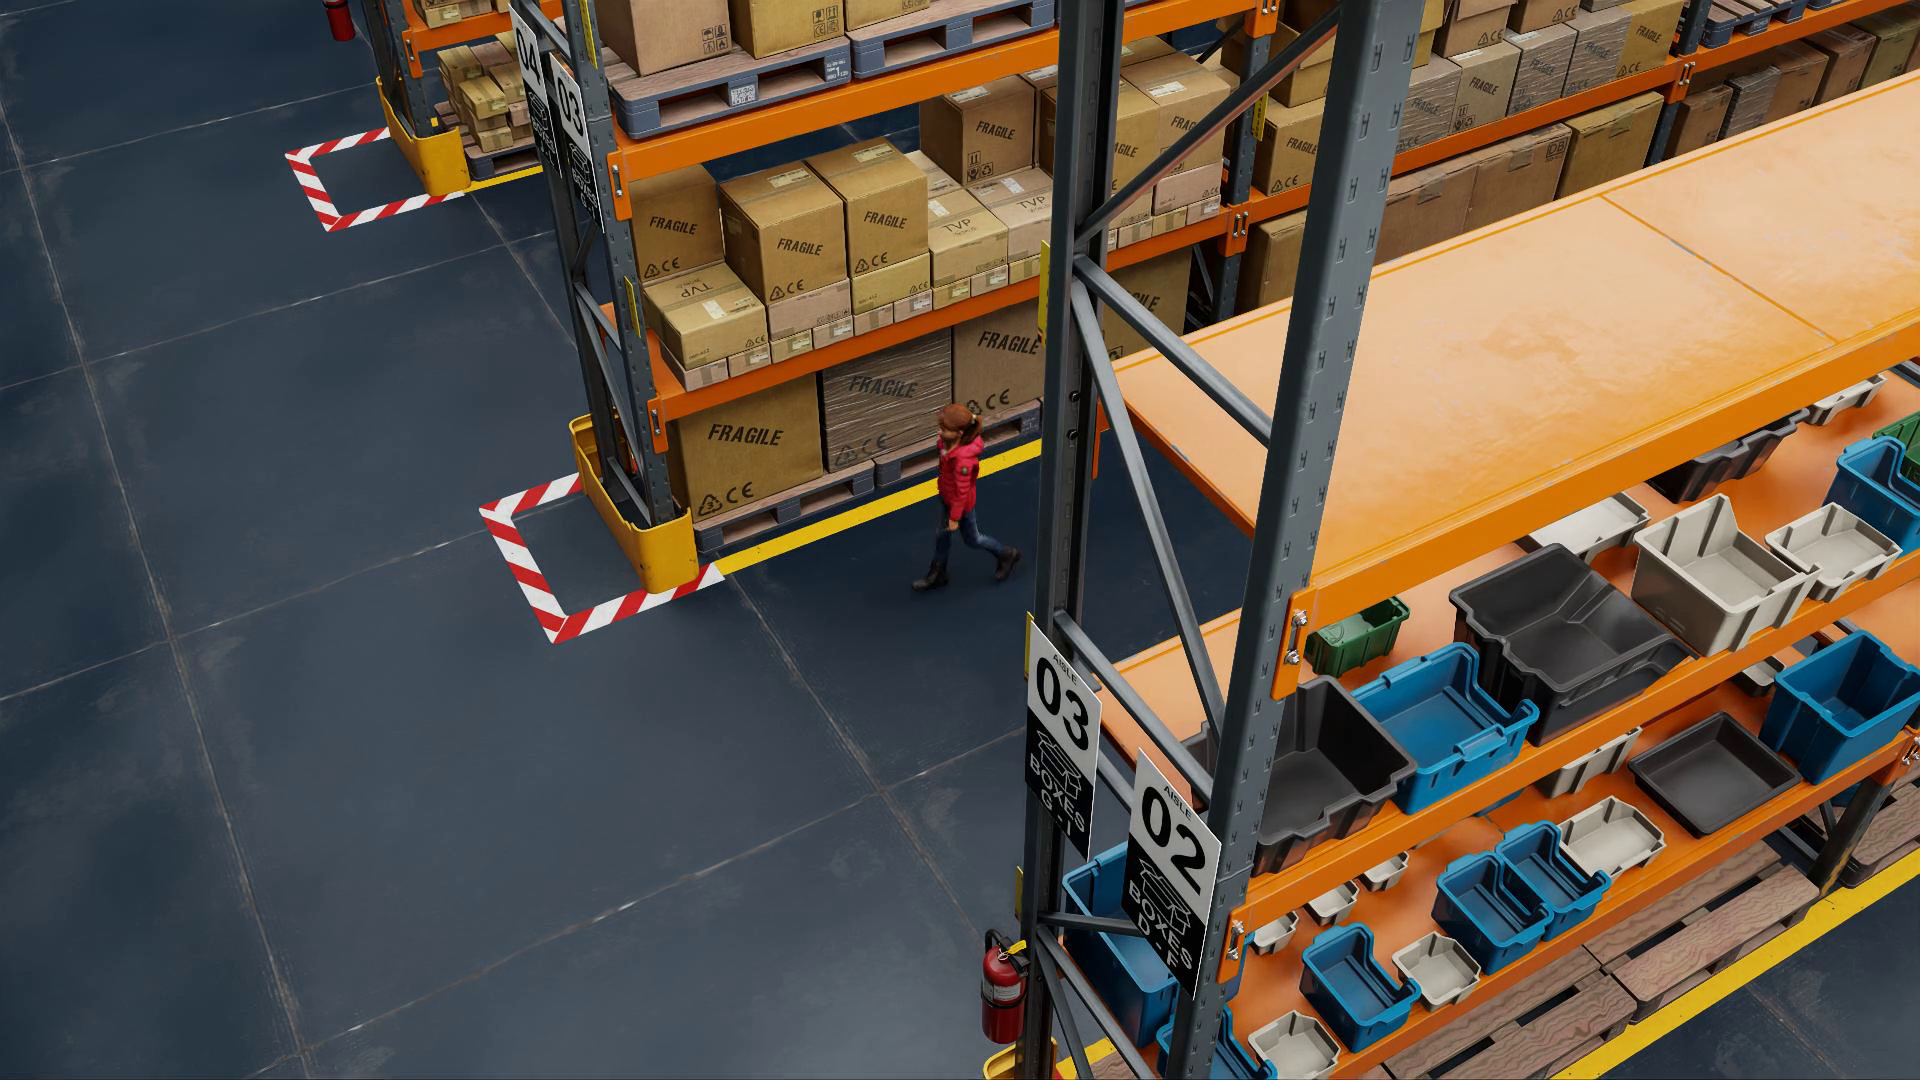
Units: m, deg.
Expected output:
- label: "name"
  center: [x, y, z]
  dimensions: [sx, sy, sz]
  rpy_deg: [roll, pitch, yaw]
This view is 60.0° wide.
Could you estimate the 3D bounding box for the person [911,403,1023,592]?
- label: "person"
  center: [0.060, -0.229, 9.407]
  dimensions: [0.916, 1.295, 0.599]
  rpy_deg: [-16, 45, -16]
